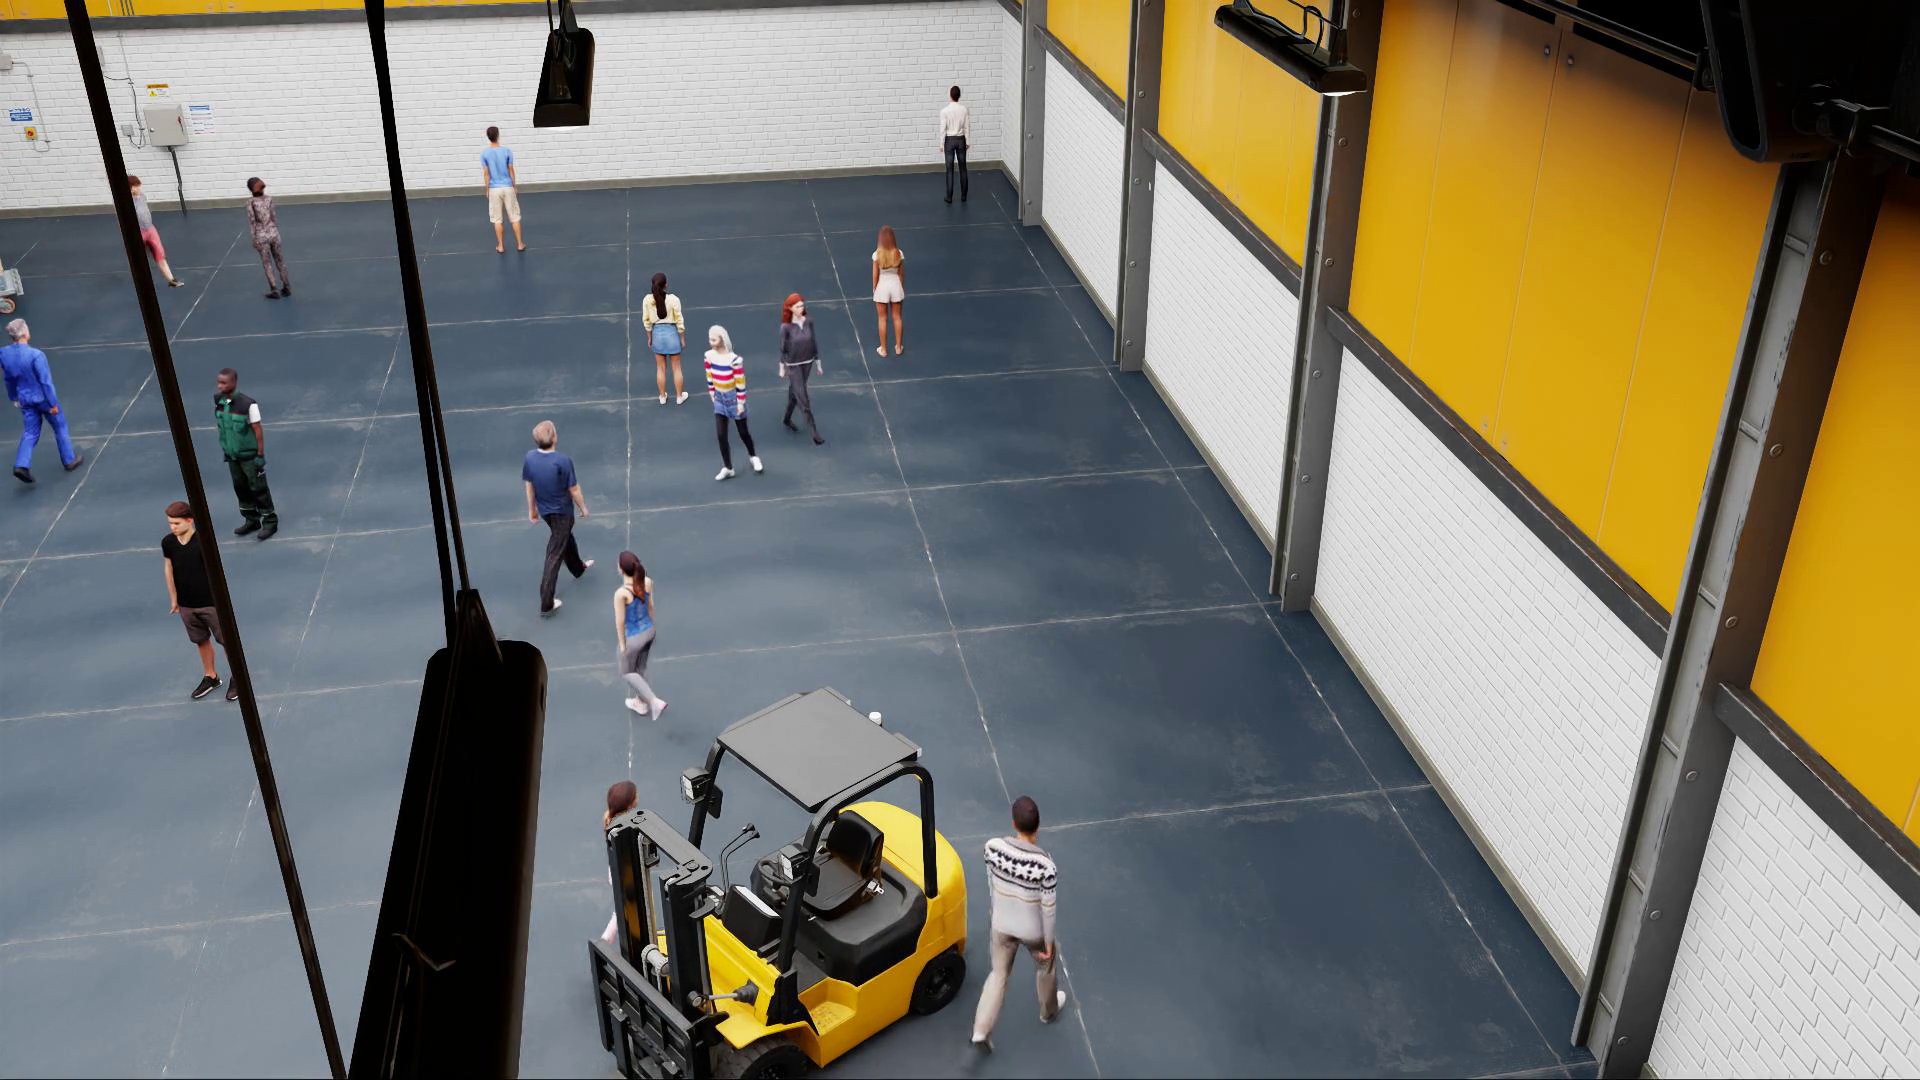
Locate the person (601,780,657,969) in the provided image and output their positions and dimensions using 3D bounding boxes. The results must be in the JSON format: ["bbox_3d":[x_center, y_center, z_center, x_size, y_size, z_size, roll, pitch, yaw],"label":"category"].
[{"bbox_3d":[-2.300,2.320,11.310,0.850,1.545,0.883,22,36,35],"label":"person"}]

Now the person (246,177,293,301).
[{"bbox_3d":[-9.622,-4.197,23.079,0.727,1.715,0.673,20,35,32],"label":"person"}]

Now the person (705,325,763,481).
[{"bbox_3d":[-2.453,-1.519,18.099,0.902,1.782,0.994,10,30,18],"label":"person"}]

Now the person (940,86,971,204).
[{"bbox_3d":[-0.070,-6.426,27.002,0.662,1.871,0.541,-7,29,-12],"label":"person"}]

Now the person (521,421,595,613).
[{"bbox_3d":[-3.832,-0.185,15.619,1.108,1.815,1.315,11,30,19],"label":"person"}]

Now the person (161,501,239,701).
[{"bbox_3d":[-6.522,0.500,14.316,0.746,1.862,0.692,4,29,6],"label":"person"}]

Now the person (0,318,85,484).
[{"bbox_3d":[-10.057,-1.475,17.999,0.991,1.801,1.226,5,29,9],"label":"person"}]

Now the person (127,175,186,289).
[{"bbox_3d":[-11.561,-4.310,23.402,1.107,1.603,1.146,14,31,23],"label":"person"}]

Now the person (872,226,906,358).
[{"bbox_3d":[-0.912,-3.176,21.226,0.568,1.696,0.558,-6,29,-11],"label":"person"}]

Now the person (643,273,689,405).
[{"bbox_3d":[-3.522,-2.412,19.895,0.684,1.631,0.625,1,29,2],"label":"person"}]

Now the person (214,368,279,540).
[{"bbox_3d":[-7.272,-0.894,16.894,0.783,1.840,0.789,10,30,18],"label":"person"}]

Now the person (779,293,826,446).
[{"bbox_3d":[-1.885,-1.973,18.990,0.946,1.726,1.214,-20,34,-32],"label":"person"}]

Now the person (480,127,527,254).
[{"bbox_3d":[-6.839,-5.231,24.820,0.683,1.864,0.608,-9,30,-15],"label":"person"}]

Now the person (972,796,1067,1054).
[{"bbox_3d":[0.341,2.494,10.674,1.029,1.848,1.178,14,31,24],"label":"person"}]

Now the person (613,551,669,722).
[{"bbox_3d":[-2.685,0.834,13.981,0.928,1.597,0.849,21,35,33],"label":"person"}]
